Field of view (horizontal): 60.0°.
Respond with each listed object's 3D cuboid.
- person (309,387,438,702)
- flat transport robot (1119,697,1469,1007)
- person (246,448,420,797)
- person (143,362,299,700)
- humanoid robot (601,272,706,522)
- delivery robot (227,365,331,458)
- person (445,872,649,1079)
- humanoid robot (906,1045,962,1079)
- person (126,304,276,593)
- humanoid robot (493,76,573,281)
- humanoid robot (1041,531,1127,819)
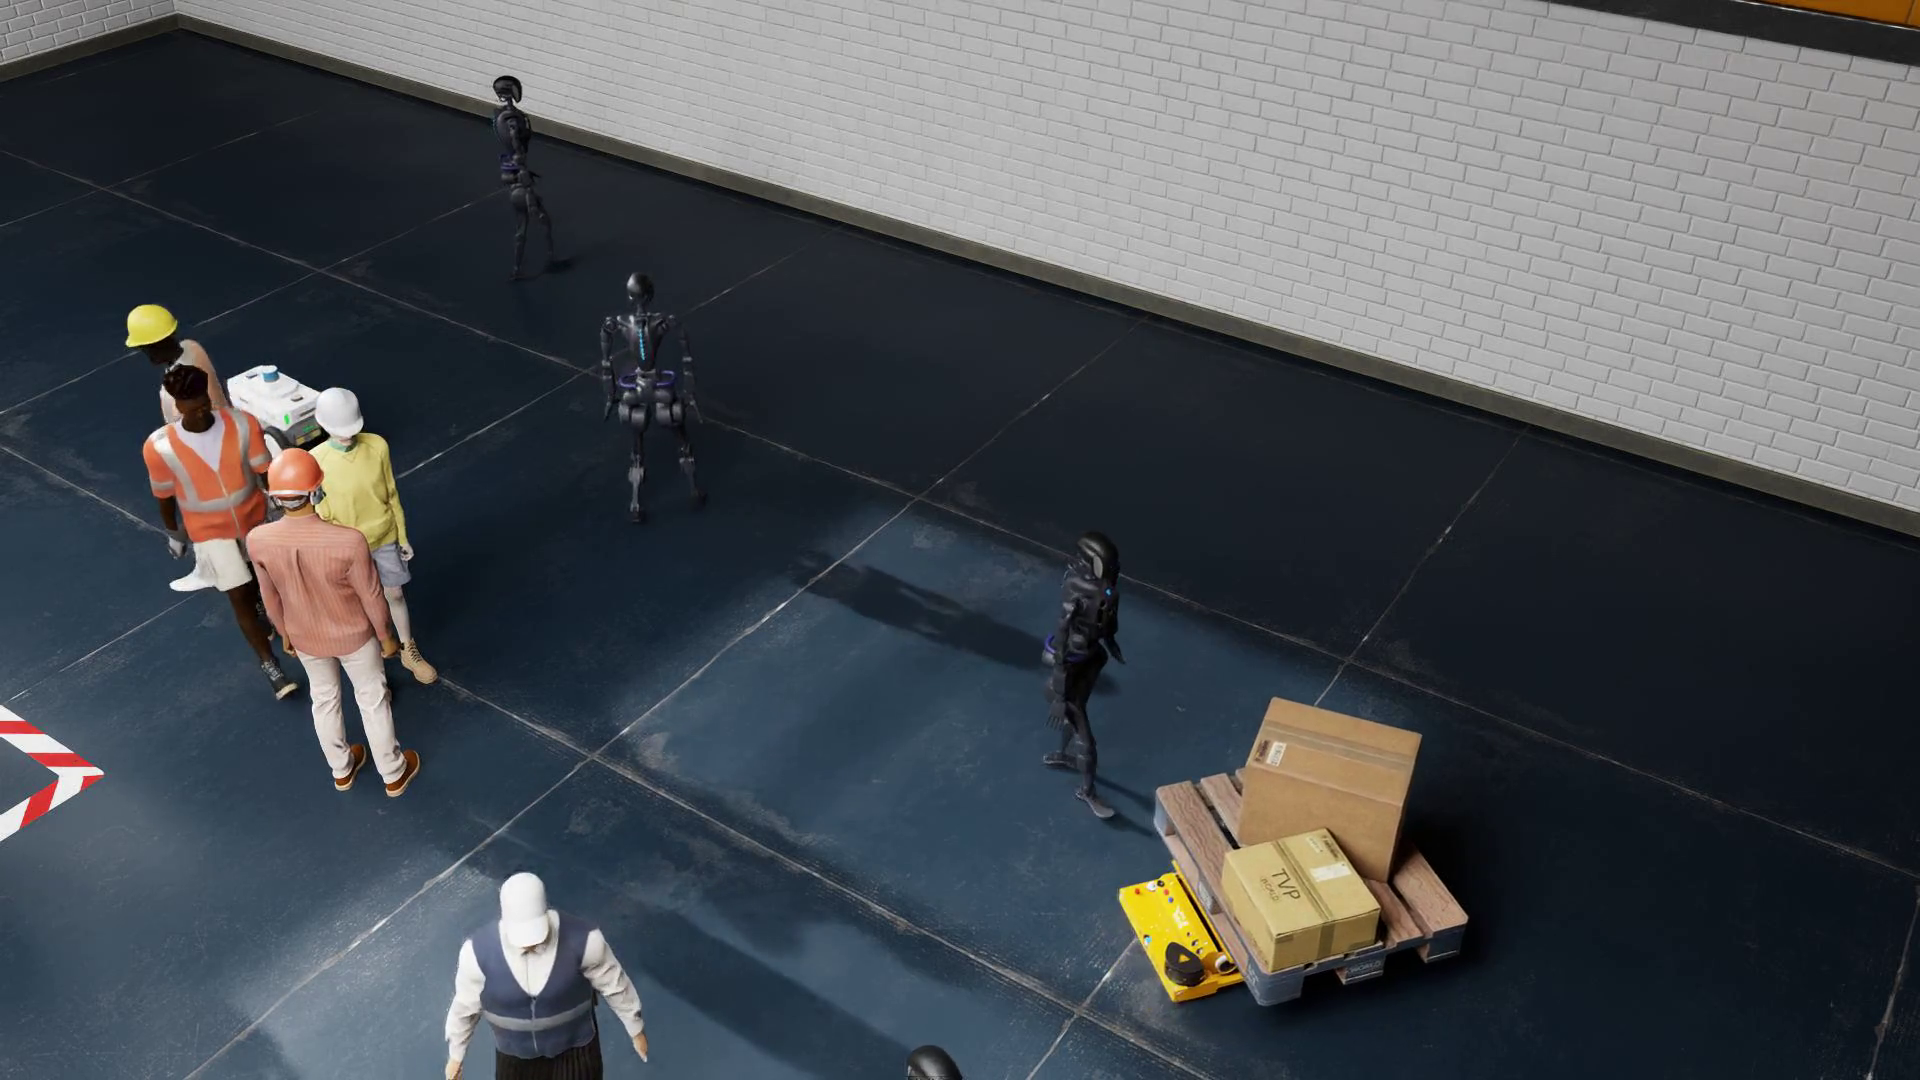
[{"bbox_3d":[-3.161,0.012,8.840,0.470,1.886,0.390,-26,43,-32],"label":"person"},{"bbox_3d":[1.535,1.707,7.824,1.431,0.231,0.659,-10,36,-14],"label":"flat transport robot"},{"bbox_3d":[-3.064,0.432,8.154,0.610,1.986,0.401,3,35,5],"label":"person"},{"bbox_3d":[-3.915,-0.083,8.953,0.616,1.909,1.021,-26,42,-32],"label":"person"},{"bbox_3d":[-1.915,-0.863,10.279,0.614,1.639,0.403,-4,35,-5],"label":"humanoid robot"},{"bbox_3d":[-4.615,-0.905,11.286,0.742,0.570,0.504,24,41,30],"label":"delivery robot"},{"bbox_3d":[-1.572,1.864,6.307,0.764,1.745,0.532,-6,35,-9],"label":"person"},{"bbox_3d":[-0.066,2.359,5.665,0.608,1.648,0.366,-30,45,-35],"label":"humanoid robot"},{"bbox_3d":[-4.295,-0.535,9.612,0.897,1.888,0.607,-6,35,-8],"label":"person"},{"bbox_3d":[-3.422,-2.853,13.119,0.557,1.640,0.600,-10,36,-14],"label":"humanoid robot"},{"bbox_3d":[0.626,0.611,8.164,0.540,1.641,0.601,20,40,26],"label":"humanoid robot"}]
